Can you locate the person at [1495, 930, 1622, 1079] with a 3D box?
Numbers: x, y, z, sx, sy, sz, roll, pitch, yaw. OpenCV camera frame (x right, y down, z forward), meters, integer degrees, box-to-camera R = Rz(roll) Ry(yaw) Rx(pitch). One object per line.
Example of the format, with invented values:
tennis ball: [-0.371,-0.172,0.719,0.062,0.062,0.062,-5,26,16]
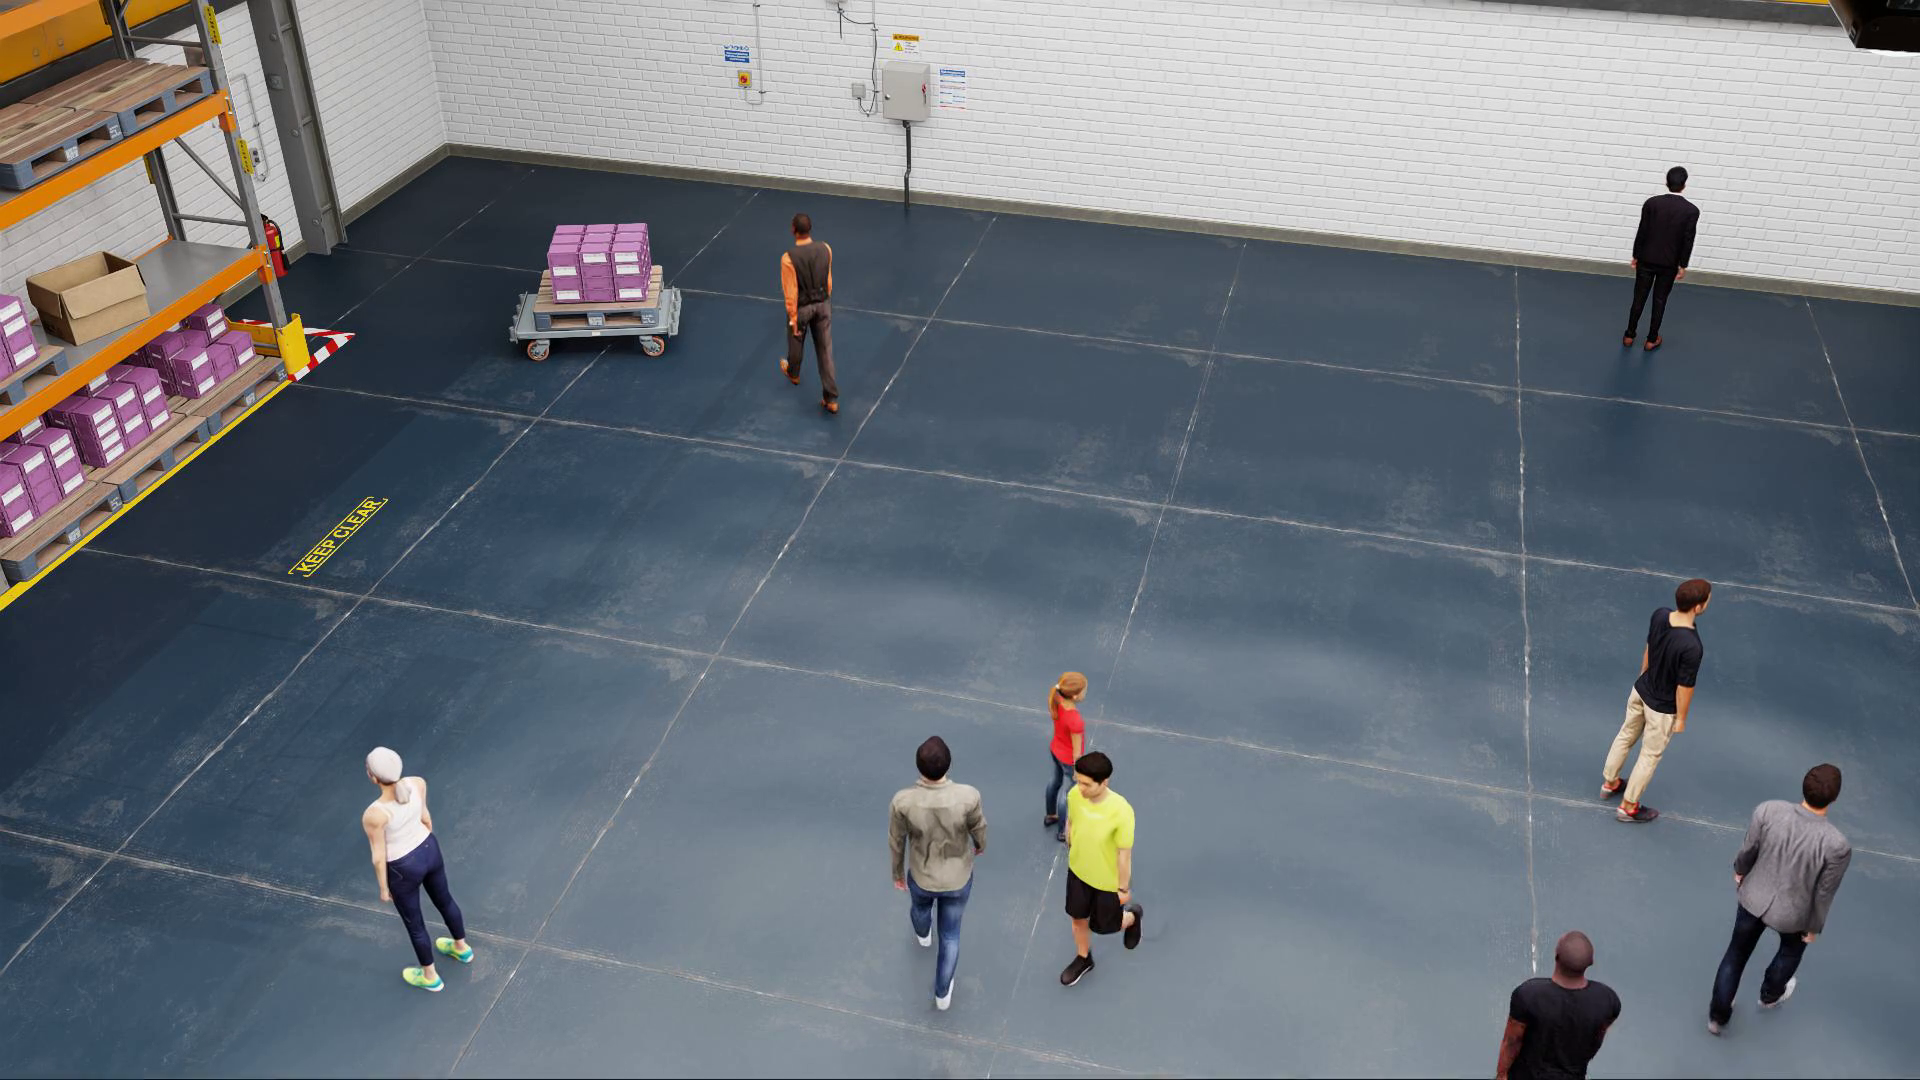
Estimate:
person: [2.925,2.725,8.250,0.720,1.783,1.210,7,34,10]

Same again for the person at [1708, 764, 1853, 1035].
person: [4.481,2.059,9.195,0.956,1.846,1.057,28,43,35]

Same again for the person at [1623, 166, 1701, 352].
person: [6.915,-2.786,16.452,0.755,1.882,0.665,19,38,26]

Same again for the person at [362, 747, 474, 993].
person: [-3.146,1.885,9.589,0.698,1.698,0.553,17,37,24]

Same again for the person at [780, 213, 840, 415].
person: [-1.333,-2.062,15.384,1.227,1.857,1.341,-15,36,-21]

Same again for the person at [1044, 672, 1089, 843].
person: [0.679,1.382,10.699,0.641,1.308,0.566,-13,36,-19]

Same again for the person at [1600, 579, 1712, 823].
person: [4.501,1.024,10.744,0.768,1.854,0.647,-8,34,-12]

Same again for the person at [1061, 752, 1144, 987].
person: [0.846,1.859,9.633,0.827,1.693,0.951,24,41,32]

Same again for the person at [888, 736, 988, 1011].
person: [-0.115,1.935,9.387,0.857,1.840,1.068,1,34,1]
